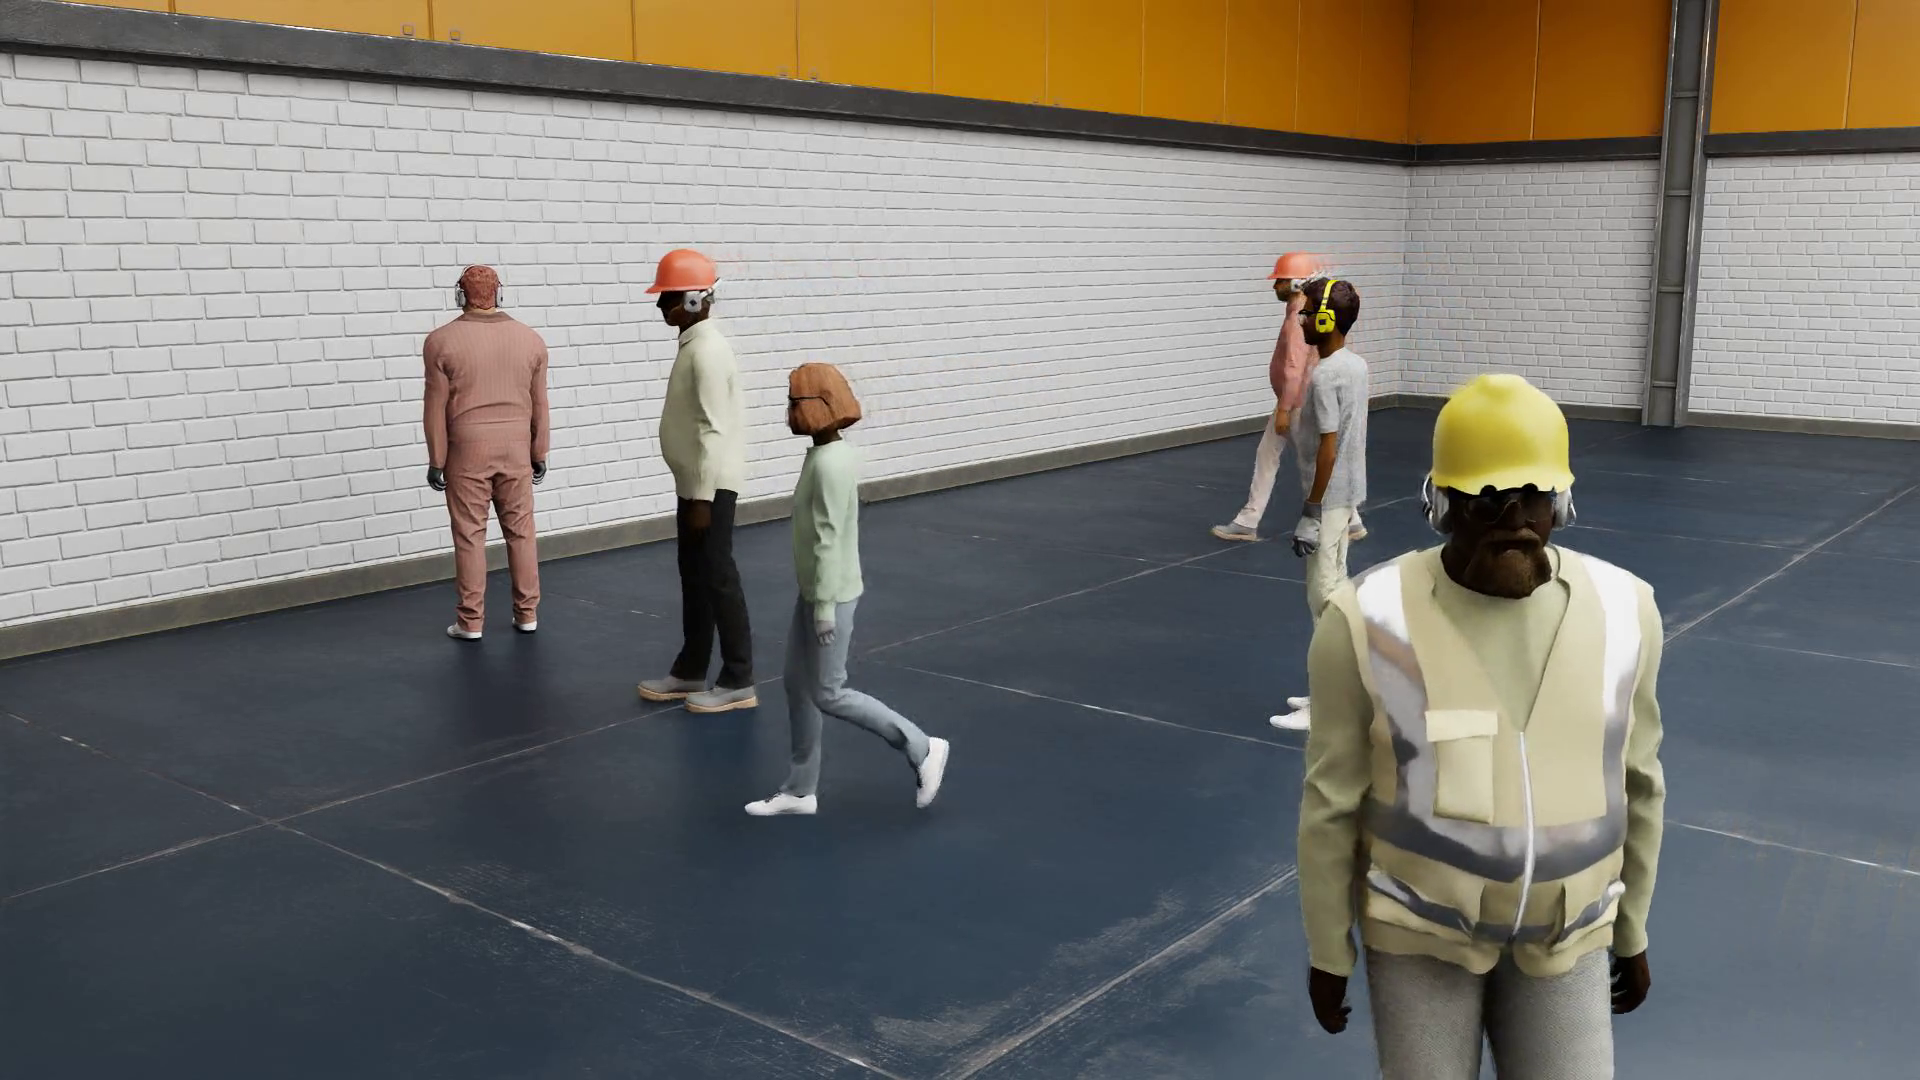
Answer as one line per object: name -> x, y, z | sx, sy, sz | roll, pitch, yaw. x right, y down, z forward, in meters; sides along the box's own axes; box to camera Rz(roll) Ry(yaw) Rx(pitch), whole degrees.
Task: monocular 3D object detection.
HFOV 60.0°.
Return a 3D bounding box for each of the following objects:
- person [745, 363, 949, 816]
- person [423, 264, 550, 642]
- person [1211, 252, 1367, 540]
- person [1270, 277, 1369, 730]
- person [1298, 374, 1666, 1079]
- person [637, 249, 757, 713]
person -> -0.403, 0.191, 5.756 | 0.654, 1.608, 0.508 | -2, 10, -8
person -> -2.409, -0.440, 8.470 | 0.643, 1.903, 0.402 | -7, 13, -35
person -> 2.248, -0.924, 11.019 | 1.015, 1.952, 0.635 | 1, 10, 8
person -> 1.501, -0.139, 6.878 | 0.328, 1.872, 0.514 | 5, 11, 25
person -> 0.864, 0.625, 2.787 | 0.611, 1.813, 0.440 | 0, 10, 1
person -> -1.127, -0.243, 7.133 | 0.414, 1.992, 0.627 | -3, 11, -16
